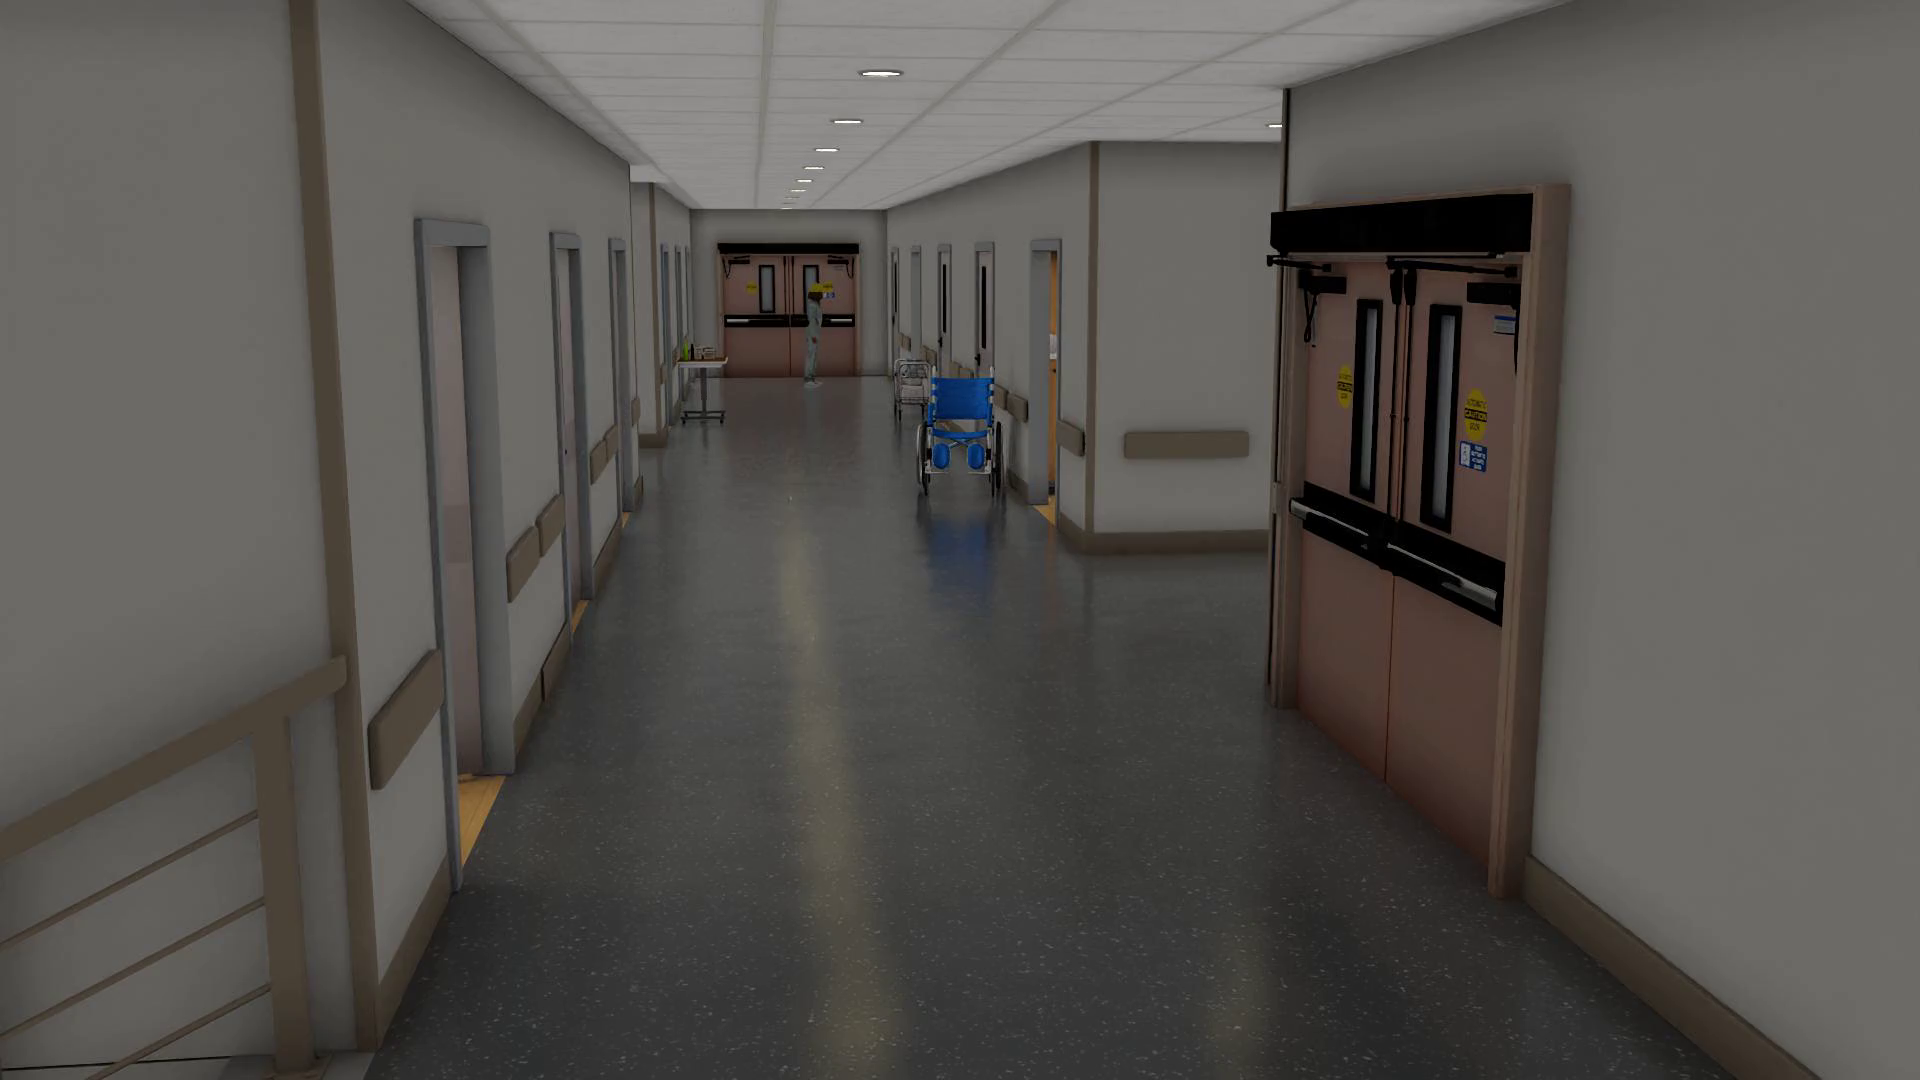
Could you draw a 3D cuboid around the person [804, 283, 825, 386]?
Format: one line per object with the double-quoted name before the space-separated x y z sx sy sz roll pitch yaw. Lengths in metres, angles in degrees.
"person" -2.449 -3.467 28.121 0.361 1.736 0.486 1 10 6
